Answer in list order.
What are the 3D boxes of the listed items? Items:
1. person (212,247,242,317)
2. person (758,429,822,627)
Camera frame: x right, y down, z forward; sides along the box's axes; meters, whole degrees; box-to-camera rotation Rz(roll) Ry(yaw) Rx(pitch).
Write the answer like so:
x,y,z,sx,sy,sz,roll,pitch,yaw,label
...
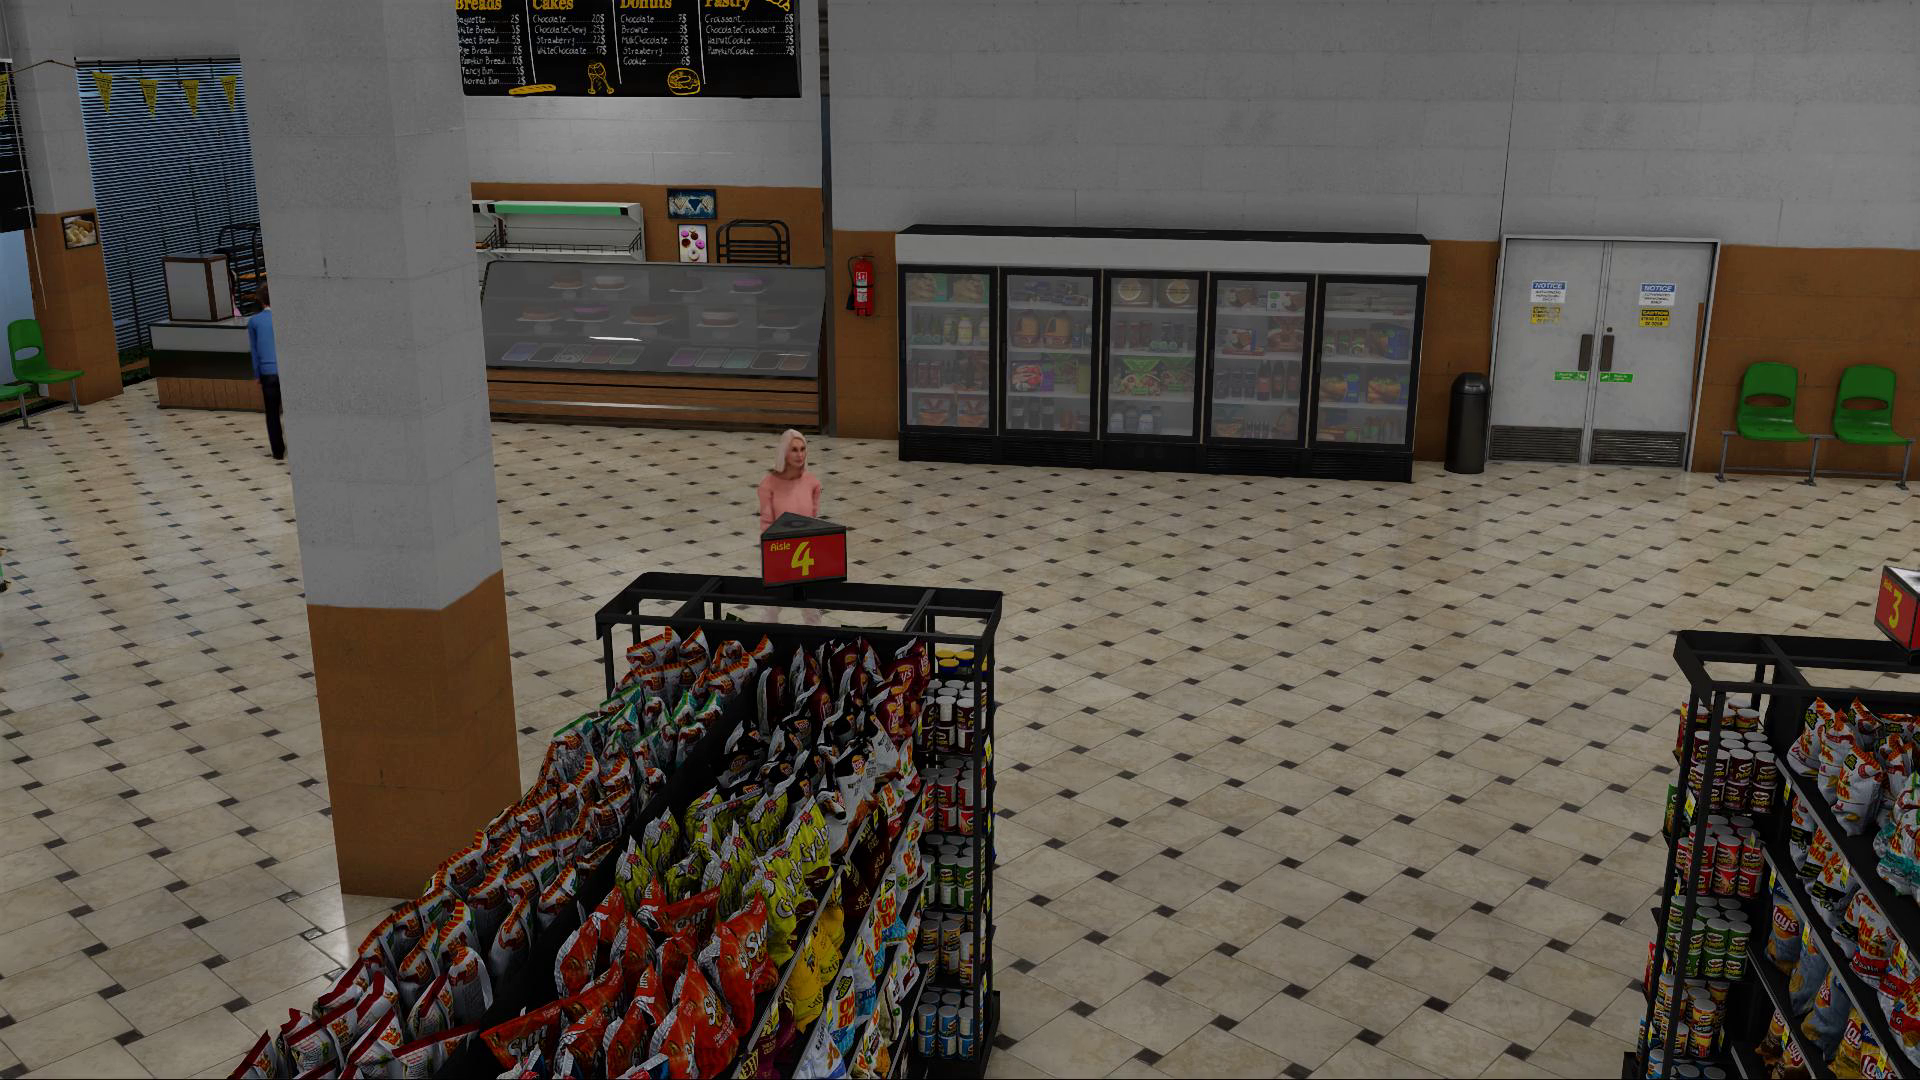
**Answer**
x,y,z,sx,sy,sz,roll,pitch,yaw,label
-8.866,-2.675,20.172,0.680,1.741,0.506,0,17,-1,person
-1.178,0.103,11.123,1.034,1.684,1.207,-8,19,-24,person
